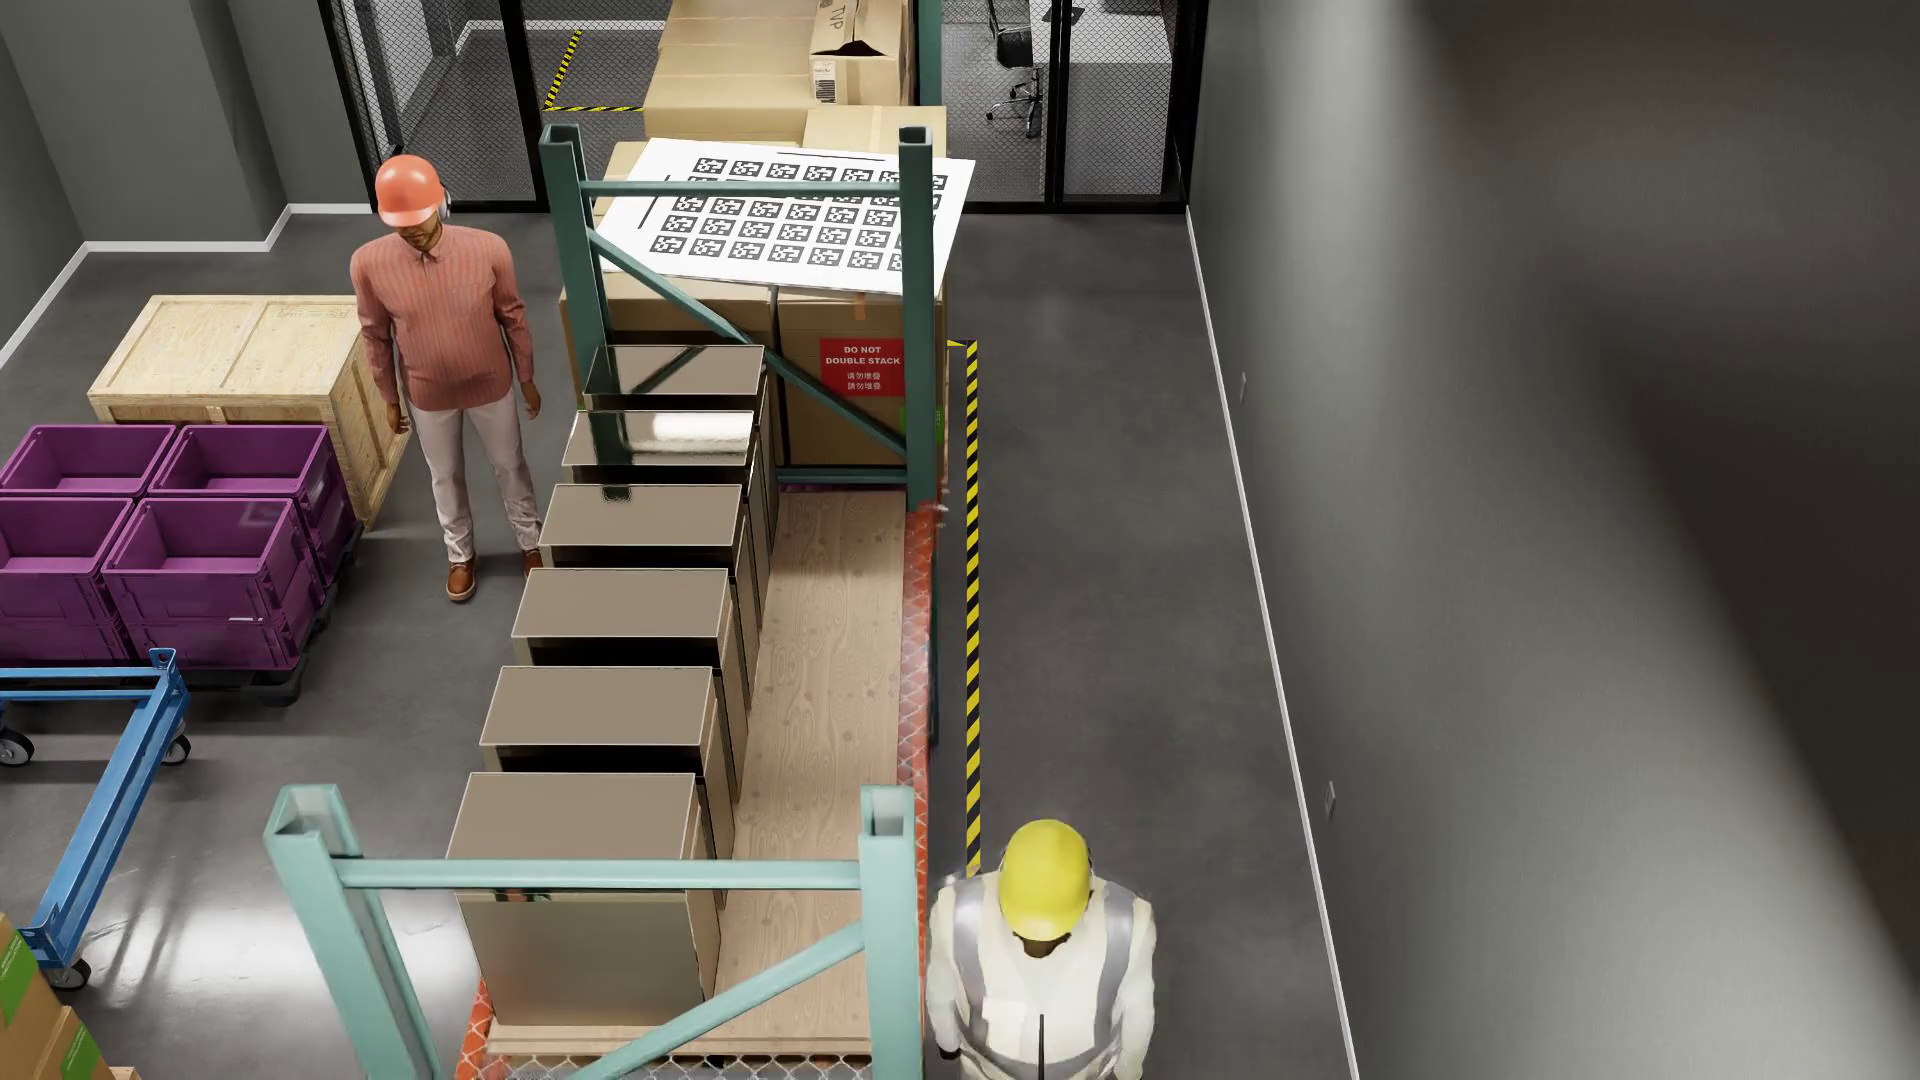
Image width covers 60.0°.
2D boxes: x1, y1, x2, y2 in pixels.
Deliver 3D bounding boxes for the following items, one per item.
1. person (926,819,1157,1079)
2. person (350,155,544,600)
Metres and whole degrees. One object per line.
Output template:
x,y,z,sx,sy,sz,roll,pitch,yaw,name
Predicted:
0.210,1.344,4.442,0.597,1.819,0.428,0,41,0,person
-1.973,-0.610,6.541,0.624,1.993,0.385,-10,42,-11,person
